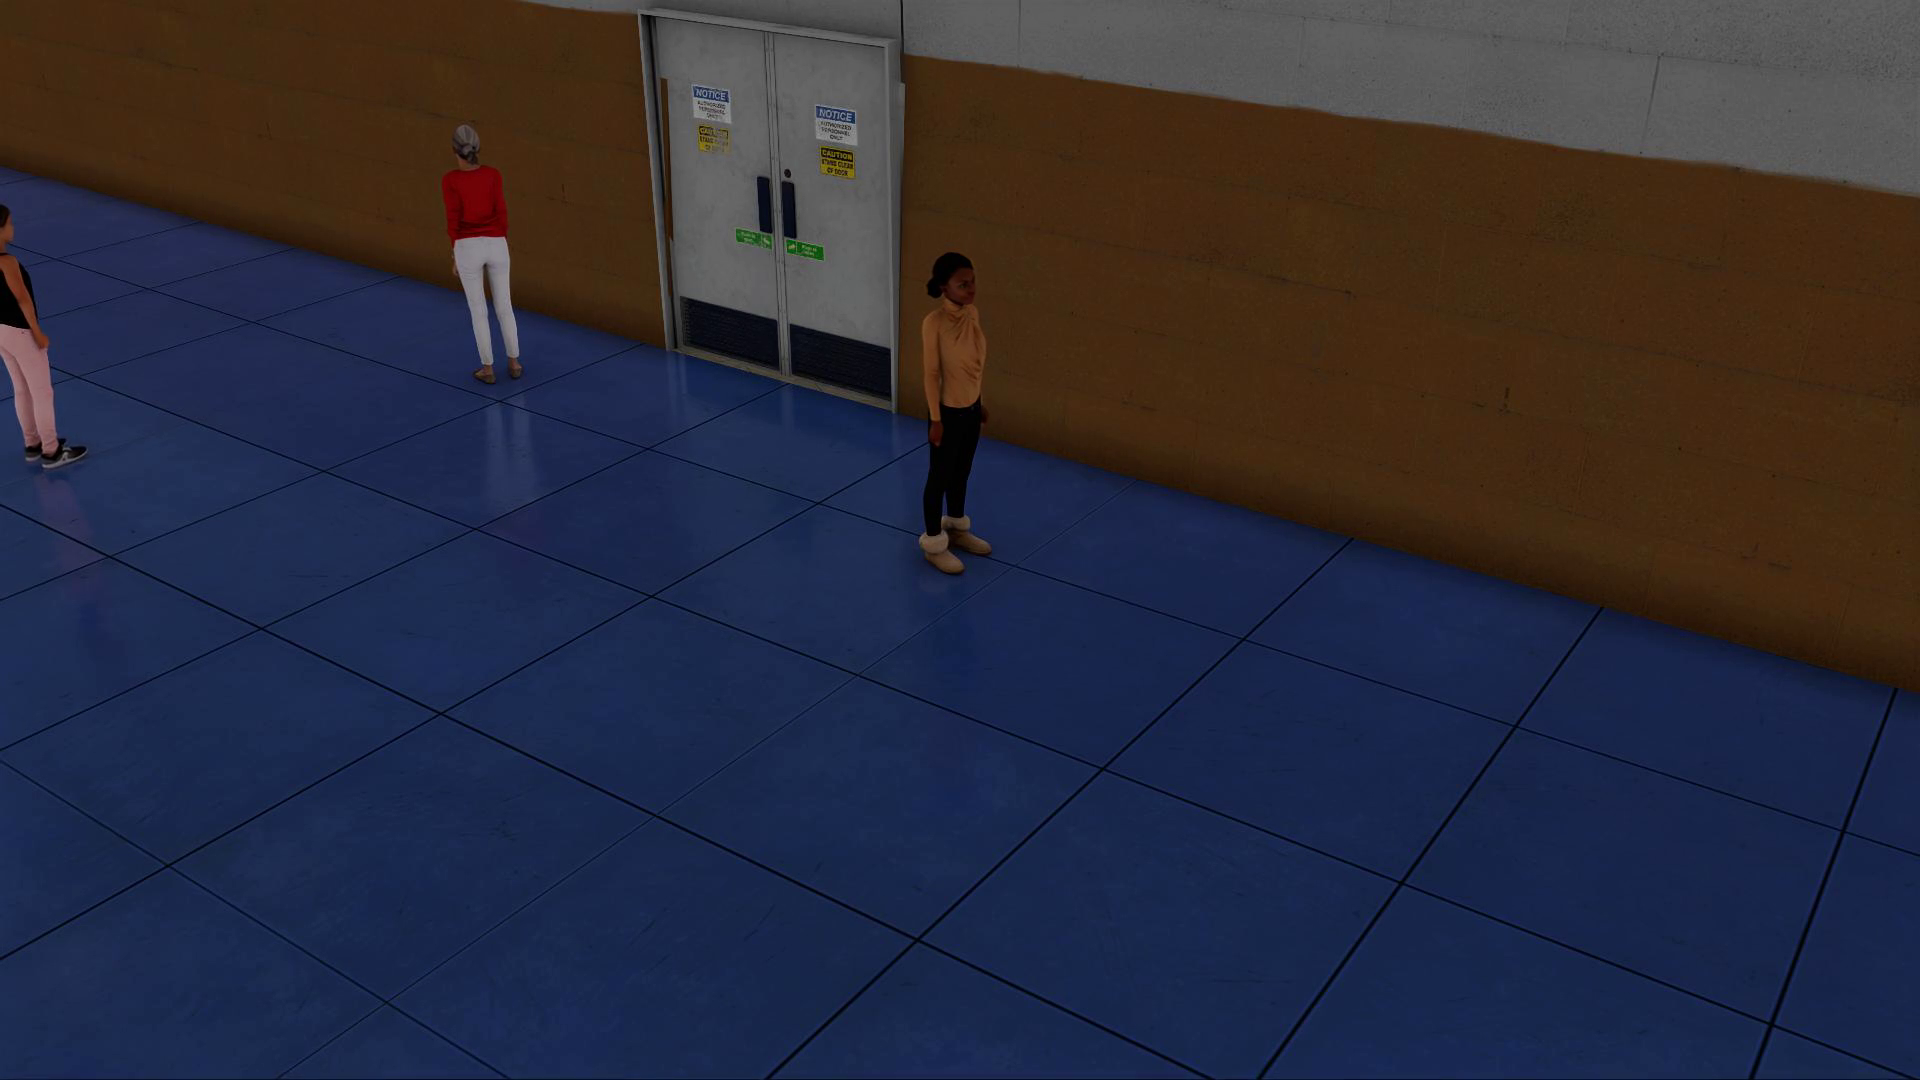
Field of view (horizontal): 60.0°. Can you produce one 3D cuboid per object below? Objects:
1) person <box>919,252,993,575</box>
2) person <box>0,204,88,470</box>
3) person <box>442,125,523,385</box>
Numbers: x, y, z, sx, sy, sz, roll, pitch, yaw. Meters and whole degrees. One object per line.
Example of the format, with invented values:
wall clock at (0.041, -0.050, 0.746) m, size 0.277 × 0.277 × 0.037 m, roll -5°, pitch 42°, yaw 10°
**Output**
person at (-0.035, -0.662, 8.478) m, size 0.651 × 1.659 × 0.488 m, roll 18°, pitch 32°, yaw 32°
person at (-5.438, -1.175, 9.596) m, size 0.521 × 1.564 × 0.526 m, roll 15°, pitch 31°, yaw 28°
person at (-3.095, -1.845, 10.773) m, size 0.603 × 1.693 × 0.695 m, roll -15°, pitch 30°, yaw -26°
